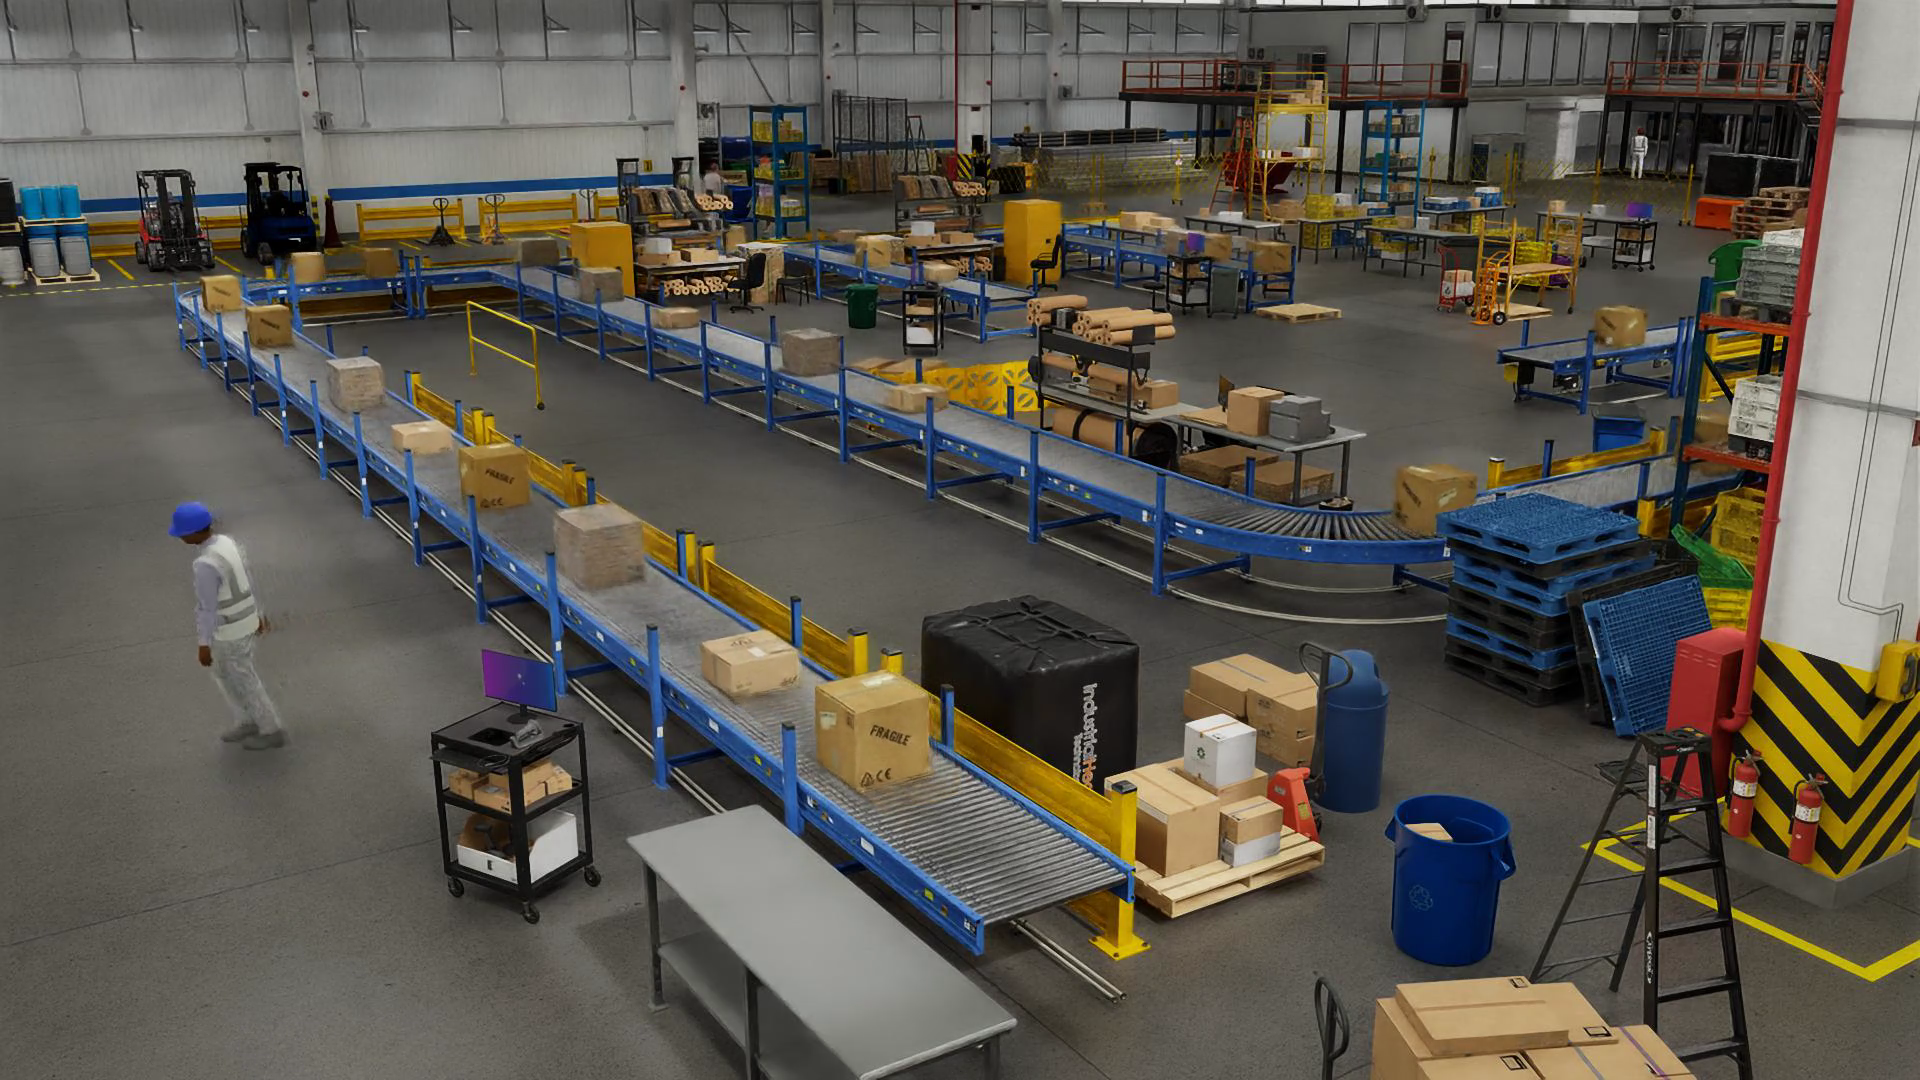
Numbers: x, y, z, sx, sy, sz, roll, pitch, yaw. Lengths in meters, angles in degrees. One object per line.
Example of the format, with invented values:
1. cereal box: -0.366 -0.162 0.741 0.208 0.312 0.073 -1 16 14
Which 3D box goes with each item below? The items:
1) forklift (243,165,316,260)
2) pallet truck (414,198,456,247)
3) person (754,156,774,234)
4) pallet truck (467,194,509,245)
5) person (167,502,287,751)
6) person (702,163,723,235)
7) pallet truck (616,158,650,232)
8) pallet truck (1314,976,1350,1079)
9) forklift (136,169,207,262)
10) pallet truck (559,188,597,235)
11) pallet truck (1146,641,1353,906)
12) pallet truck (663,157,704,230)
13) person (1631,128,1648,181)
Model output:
1. forklift: -15.898 -7.669 38.708 1.157 1.987 2.680 -11 20 -33
2. pallet truck: -13.250 -8.060 41.856 0.680 1.201 1.601 -10 20 -31
3. person: -5.144 -9.167 44.166 0.622 2.031 0.663 3 17 10
4. pallet truck: -11.983 -8.177 42.137 0.704 1.261 1.522 -11 20 -33
5. person: -5.187 0.620 11.815 0.623 1.898 0.627 -4 17 -14
6. person: -6.542 -9.001 43.927 0.687 1.865 0.916 13 21 37
7. pallet truck: -8.918 -9.176 44.255 0.823 1.965 1.885 -9 19 -27
8. pallet truck: 2.299 2.390 7.086 1.601 1.201 0.680 -2 17 -7
9. forklift: -17.842 -7.318 37.559 1.157 1.987 2.680 -10 20 -31
10. pallet truck: -10.010 -8.652 43.699 0.653 1.274 1.630 -10 20 -31
11. pallet truck: 1.664 1.407 10.232 1.630 1.274 0.653 -10 20 -31
12. pallet truck: -7.586 -9.308 44.692 0.823 1.965 1.885 -11 20 -33
13. person: 24.842 -14.114 60.882 0.572 1.883 0.356 12 20 34
